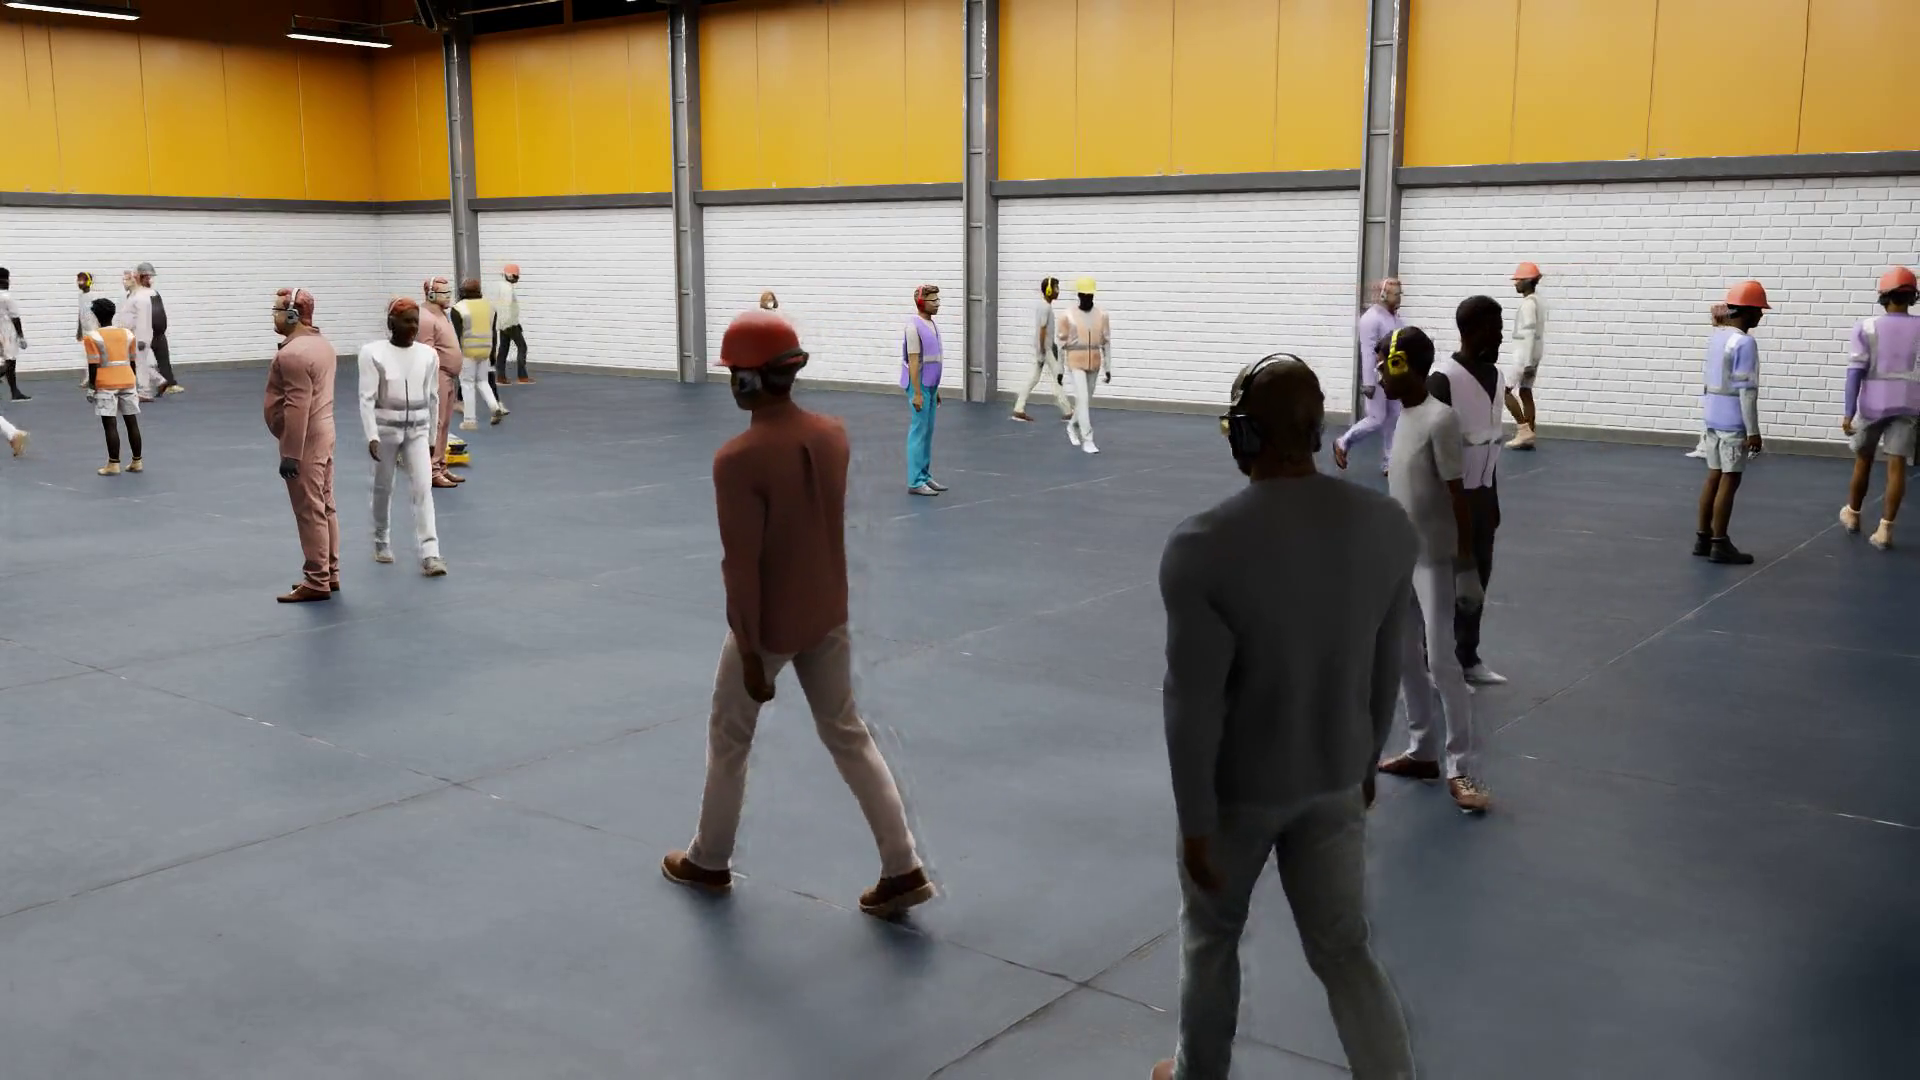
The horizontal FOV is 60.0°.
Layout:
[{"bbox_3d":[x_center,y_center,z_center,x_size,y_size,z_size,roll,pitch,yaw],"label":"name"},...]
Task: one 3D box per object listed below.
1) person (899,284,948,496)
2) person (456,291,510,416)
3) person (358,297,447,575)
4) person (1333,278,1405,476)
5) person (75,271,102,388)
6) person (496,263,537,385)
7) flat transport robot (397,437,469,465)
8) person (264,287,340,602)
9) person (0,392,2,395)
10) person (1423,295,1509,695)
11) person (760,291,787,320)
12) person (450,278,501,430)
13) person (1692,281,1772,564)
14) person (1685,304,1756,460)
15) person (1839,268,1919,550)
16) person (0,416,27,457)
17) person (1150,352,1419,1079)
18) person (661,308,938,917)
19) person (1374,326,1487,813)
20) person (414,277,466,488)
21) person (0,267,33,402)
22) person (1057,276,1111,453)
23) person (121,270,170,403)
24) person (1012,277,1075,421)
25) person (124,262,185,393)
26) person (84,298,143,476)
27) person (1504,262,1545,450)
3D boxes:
[{"bbox_3d":[-0.327,-1.320,14.654,0.387,1.846,0.566,3,10,15],"label":"person"},{"bbox_3d":[-6.336,-2.438,21.745,0.893,1.642,0.538,6,12,32],"label":"person"},{"bbox_3d":[-3.746,-0.701,11.131,0.583,1.836,1.028,-7,12,-36],"label":"person"},{"bbox_3d":[3.965,-1.532,15.758,0.654,1.890,0.707,-10,14,-44],"label":"person"},{"bbox_3d":[-13.814,-3.357,26.528,0.524,1.848,0.757,7,12,35],"label":"person"},{"bbox_3d":[-7.182,-3.473,26.859,0.762,1.961,0.611,-5,11,-28],"label":"person"},{"bbox_3d":[-5.507,-0.954,17.107,0.652,0.197,1.431,-5,11,-25],"label":"flat transport robot"},{"bbox_3d":[-4.023,-0.580,10.162,0.408,1.913,0.641,-1,10,-7],"label":"person"},{"bbox_3d":[-14.604,-3.058,24.803,0.404,1.837,0.593,-8,13,-40],"label":"person"},{"bbox_3d":[2.433,-0.222,8.058,0.601,1.918,0.398,-9,13,-43],"label":"person"},{"bbox_3d":[-2.617,-2.615,22.842,0.515,1.618,0.546,-4,11,-24],"label":"person"},{"bbox_3d":[-5.837,-2.229,19.982,0.504,1.831,0.644,8,12,38],"label":"person"},{"bbox_3d":[5.311,-0.802,11.403,0.377,1.930,0.548,1,10,4],"label":"person"},{"bbox_3d":[7.842,-1.596,16.971,0.525,1.613,0.770,-9,13,-41],"label":"person"},{"bbox_3d":[6.781,-0.975,12.176,0.633,2.000,1.000,3,10,19],"label":"person"},{"bbox_3d":[-10.007,-1.716,17.047,0.770,1.821,0.631,0,10,-2],"label":"person"},{"bbox_3d":[0.736,0.543,3.658,0.632,1.907,0.927,-3,10,-16],"label":"person"},{"bbox_3d":[-0.514,0.241,5.297,1.023,1.951,0.624,8,12,38],"label":"person"},{"bbox_3d":[1.823,0.105,6.425,0.386,1.835,0.711,-1,10,-6],"label":"person"},{"bbox_3d":[-4.731,-1.436,15.156,0.403,1.906,0.652,-1,10,-4],"label":"person"},{"bbox_3d":[-13.580,-2.887,23.492,0.594,1.943,0.839,4,11,24],"label":"person"},{"bbox_3d":[1.319,-1.911,17.989,0.593,1.893,0.932,-4,10,-21],"label":"person"},{"bbox_3d":[-11.654,-2.894,23.702,0.514,1.892,0.646,-7,12,-34],"label":"person"},{"bbox_3d":[1.103,-2.392,20.982,0.976,1.819,0.536,-1,10,-3],"label":"person"},{"bbox_3d":[-12.409,-3.245,25.296,0.985,2.000,0.684,2,10,13],"label":"person"},{"bbox_3d":[-8.100,-1.461,15.909,0.322,1.697,0.531,5,11,28],"label":"person"},{"bbox_3d":[6.061,-1.971,17.913,0.442,2.024,0.625,6,12,32],"label":"person"}]
